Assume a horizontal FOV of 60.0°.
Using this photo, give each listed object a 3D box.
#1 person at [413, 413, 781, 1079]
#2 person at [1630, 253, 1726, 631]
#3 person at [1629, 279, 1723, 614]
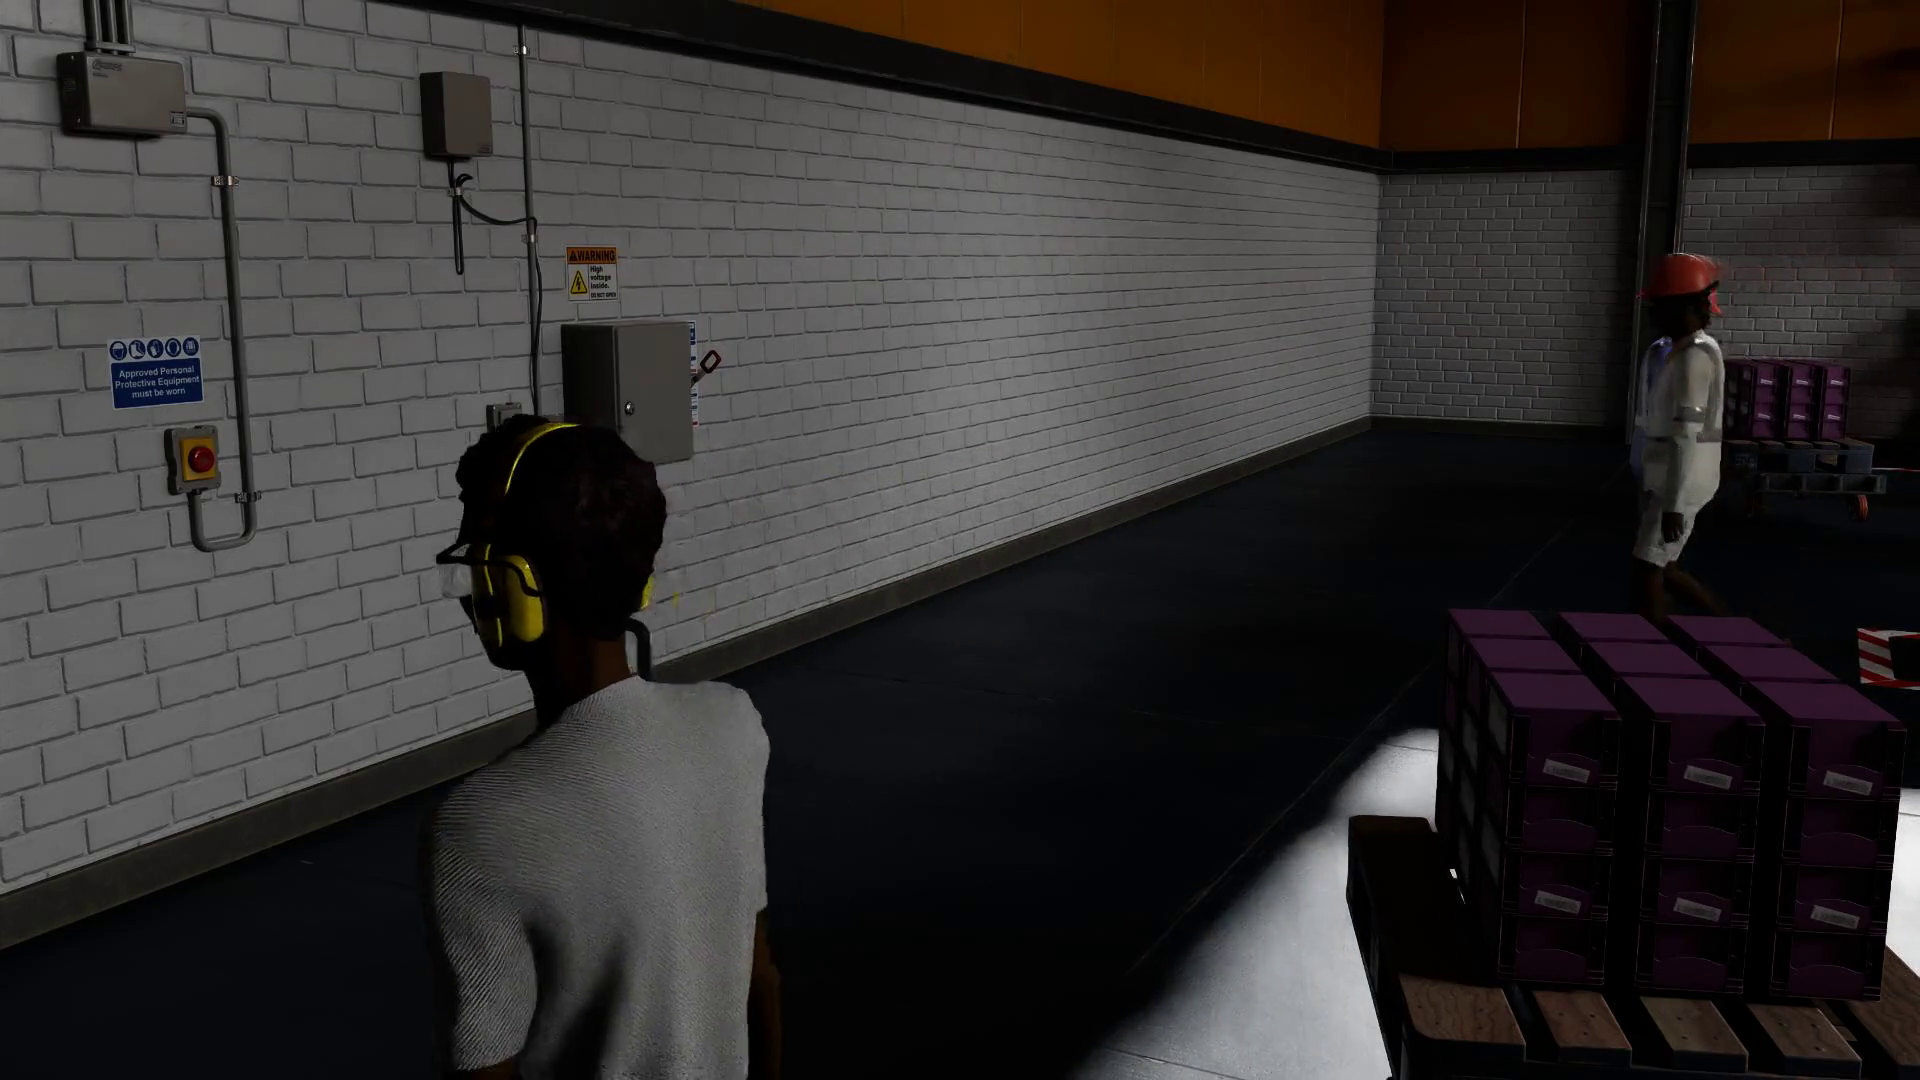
[{"bbox_3d":[-0.366,0.787,1.848,0.477,1.856,0.544,5,11,27],"label":"person"},{"bbox_3d":[3.199,-0.245,7.339,0.665,2.025,0.615,4,11,24],"label":"person"},{"bbox_3d":[3.517,-0.354,8.240,0.376,1.931,0.542,4,11,22],"label":"person"}]
